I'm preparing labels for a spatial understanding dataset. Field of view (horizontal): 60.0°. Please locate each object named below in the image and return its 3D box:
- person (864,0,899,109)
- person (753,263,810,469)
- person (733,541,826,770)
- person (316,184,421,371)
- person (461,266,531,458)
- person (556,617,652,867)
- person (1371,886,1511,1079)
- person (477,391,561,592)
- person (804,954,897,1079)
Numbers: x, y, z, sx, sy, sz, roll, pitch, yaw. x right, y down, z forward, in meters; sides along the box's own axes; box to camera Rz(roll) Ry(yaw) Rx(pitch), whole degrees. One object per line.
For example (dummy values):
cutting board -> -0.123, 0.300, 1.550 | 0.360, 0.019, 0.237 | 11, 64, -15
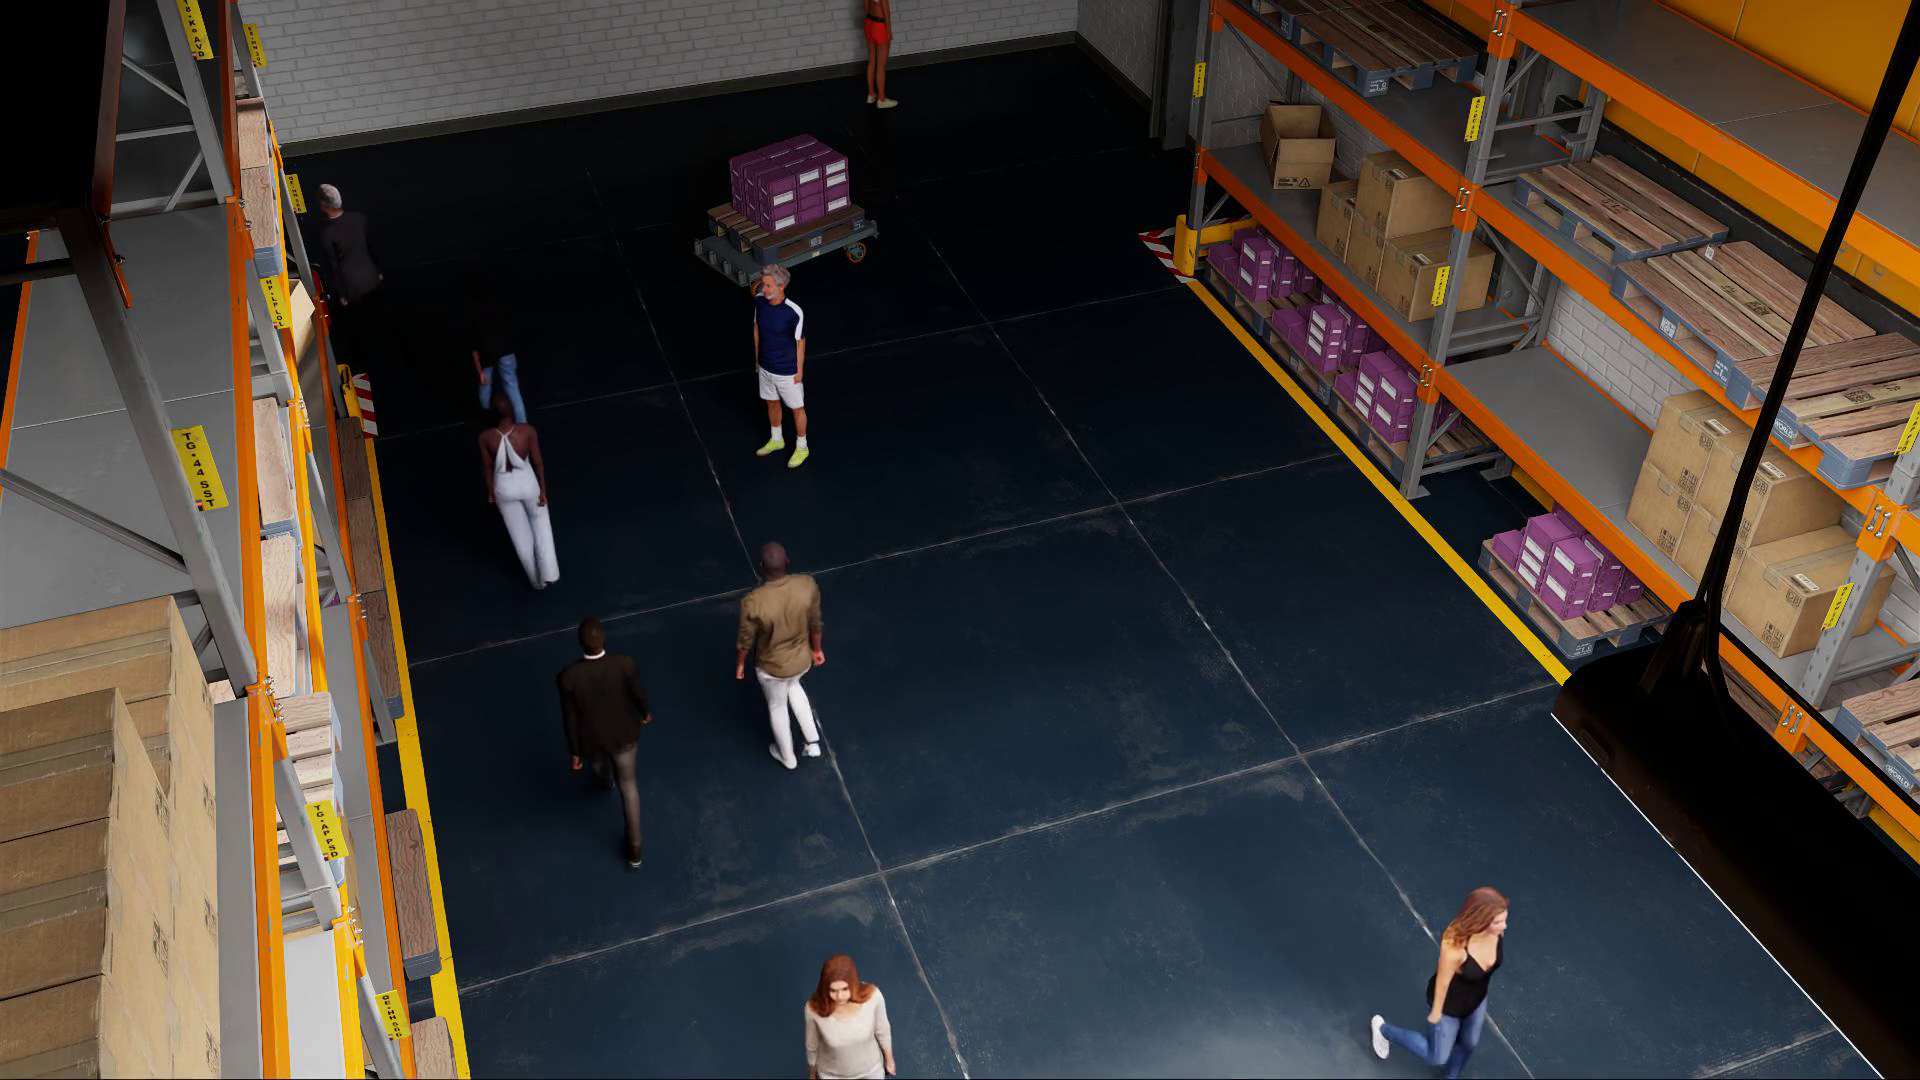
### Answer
person -> -0.948, -5.854, 19.057 | 0.703, 1.789, 0.561 | -25, 45, -28
person -> -1.455, -1.439, 13.488 | 0.704, 1.839, 0.784 | 20, 43, 24
person -> -1.096, 0.818, 10.684 | 0.835, 1.812, 0.808 | -25, 45, -28
person -> -5.222, -2.231, 14.507 | 1.228, 1.806, 1.127 | 20, 43, 24
person -> -3.774, -1.427, 13.616 | 0.728, 1.661, 1.194 | -21, 43, -24
person -> -2.126, 1.262, 10.177 | 0.684, 1.751, 1.136 | -13, 40, -16
person -> 2.583, 2.372, 8.824 | 0.711, 1.704, 0.946 | -24, 44, -27
person -> -3.195, -0.280, 12.091 | 0.592, 1.771, 0.722 | -14, 41, -17
person -> -0.570, 2.617, 8.523 | 0.679, 1.697, 0.951 | -8, 39, -9
